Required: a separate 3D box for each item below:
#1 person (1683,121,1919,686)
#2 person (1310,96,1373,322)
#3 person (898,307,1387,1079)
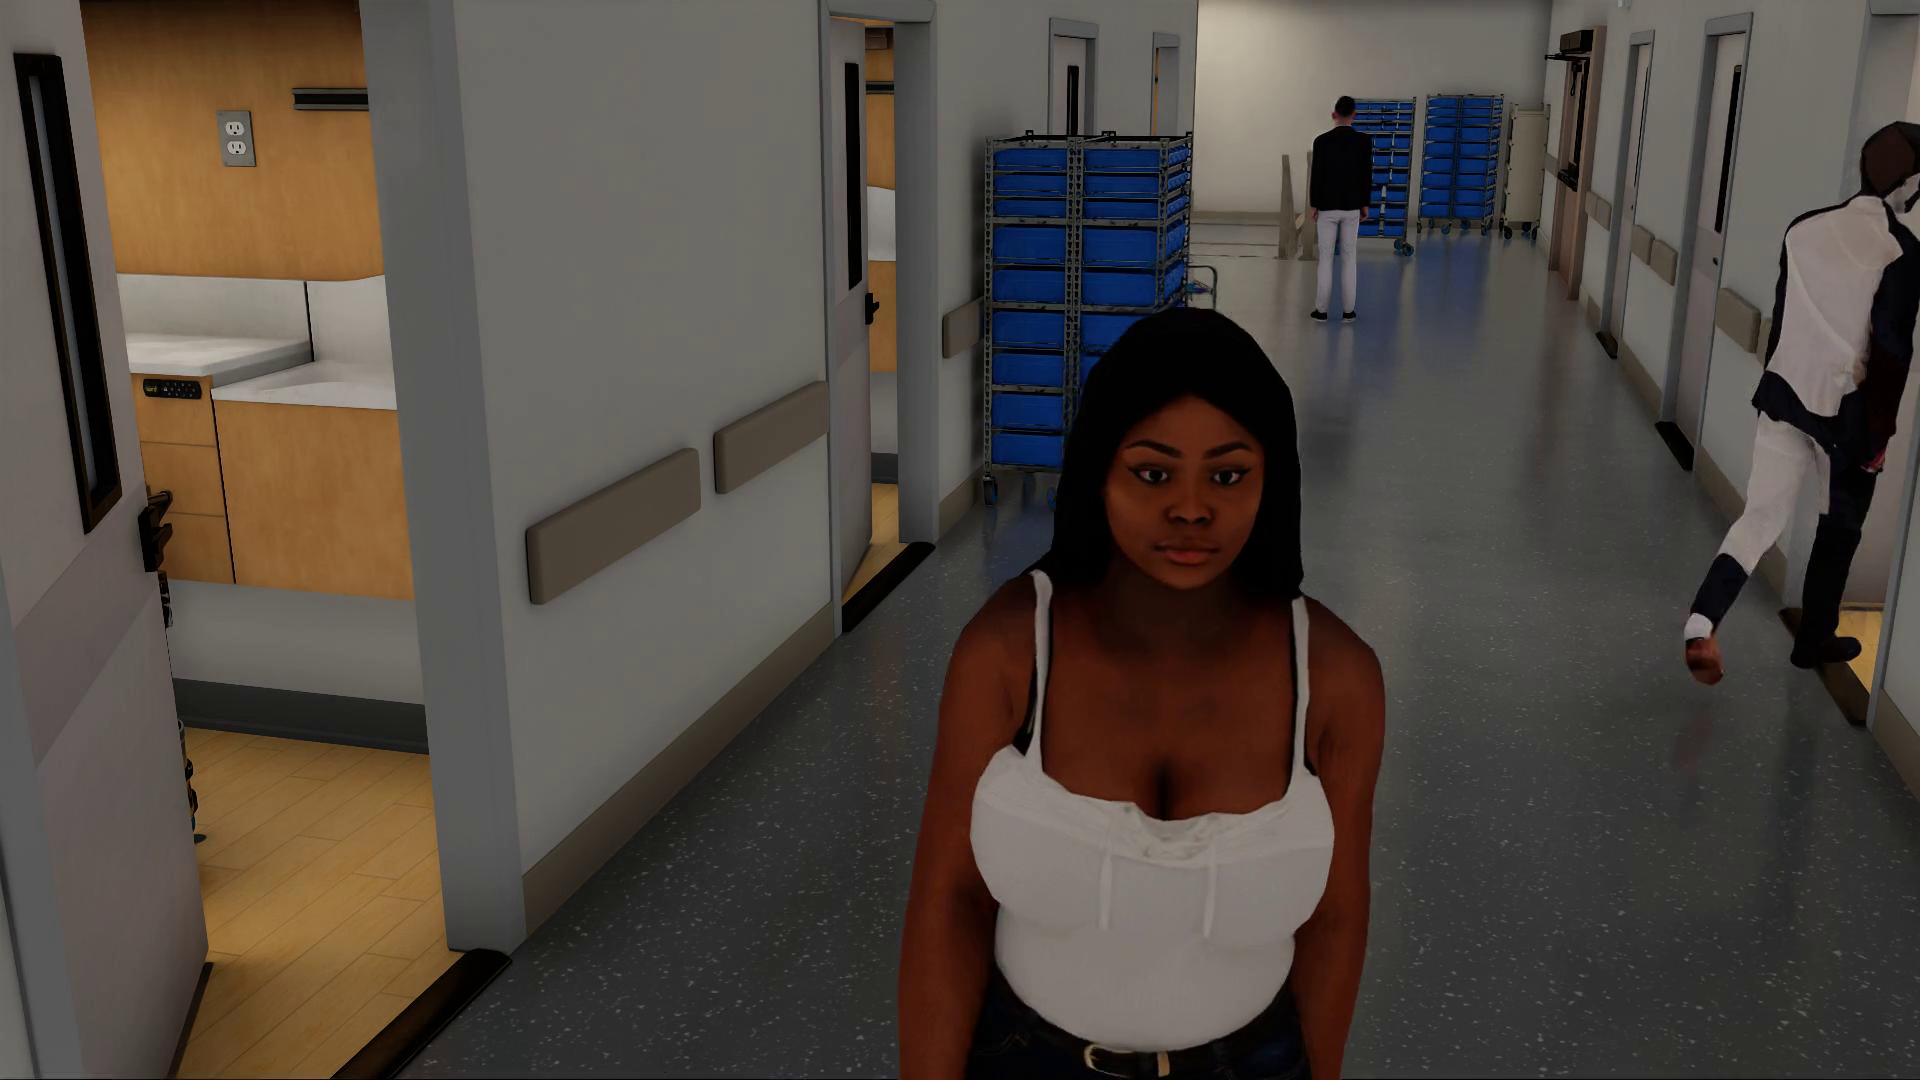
[{"bbox_3d":[2.748,-0.385,5.424,1.265,1.849,1.189,-11,19,-33],"label":"person"},{"bbox_3d":[3.164,-2.764,13.880,0.689,1.839,0.614,1,16,5],"label":"person"},{"bbox_3d":[0.189,0.637,1.955,0.676,1.763,1.114,3,16,11],"label":"person"}]
